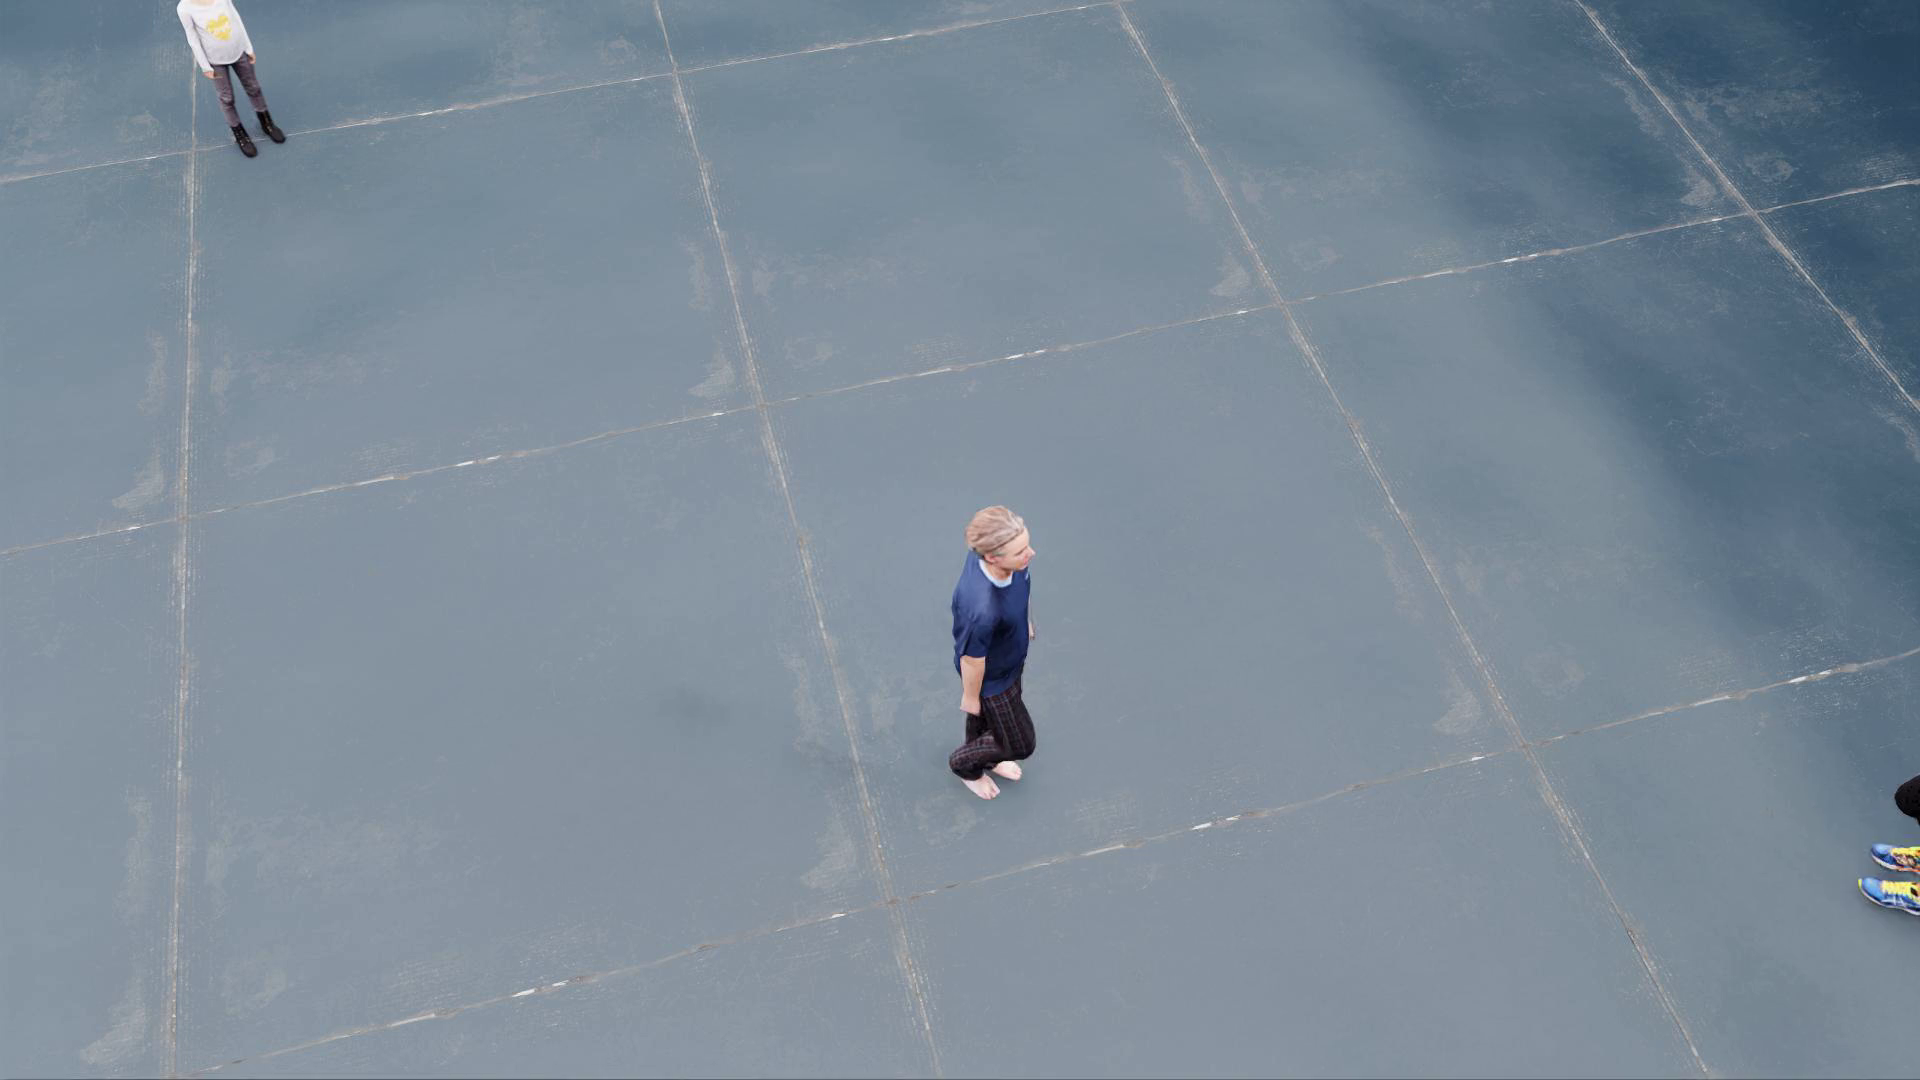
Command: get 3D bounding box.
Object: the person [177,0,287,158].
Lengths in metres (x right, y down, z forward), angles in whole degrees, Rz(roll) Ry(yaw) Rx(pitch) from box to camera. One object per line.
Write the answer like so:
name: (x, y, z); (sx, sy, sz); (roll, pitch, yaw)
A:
person: (-4.343, -2.877, 9.819); (0.603, 1.277, 0.561); (38, 61, 25)

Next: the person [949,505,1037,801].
person: (0.054, 0.479, 6.849); (0.855, 1.863, 0.759); (15, 54, 11)
